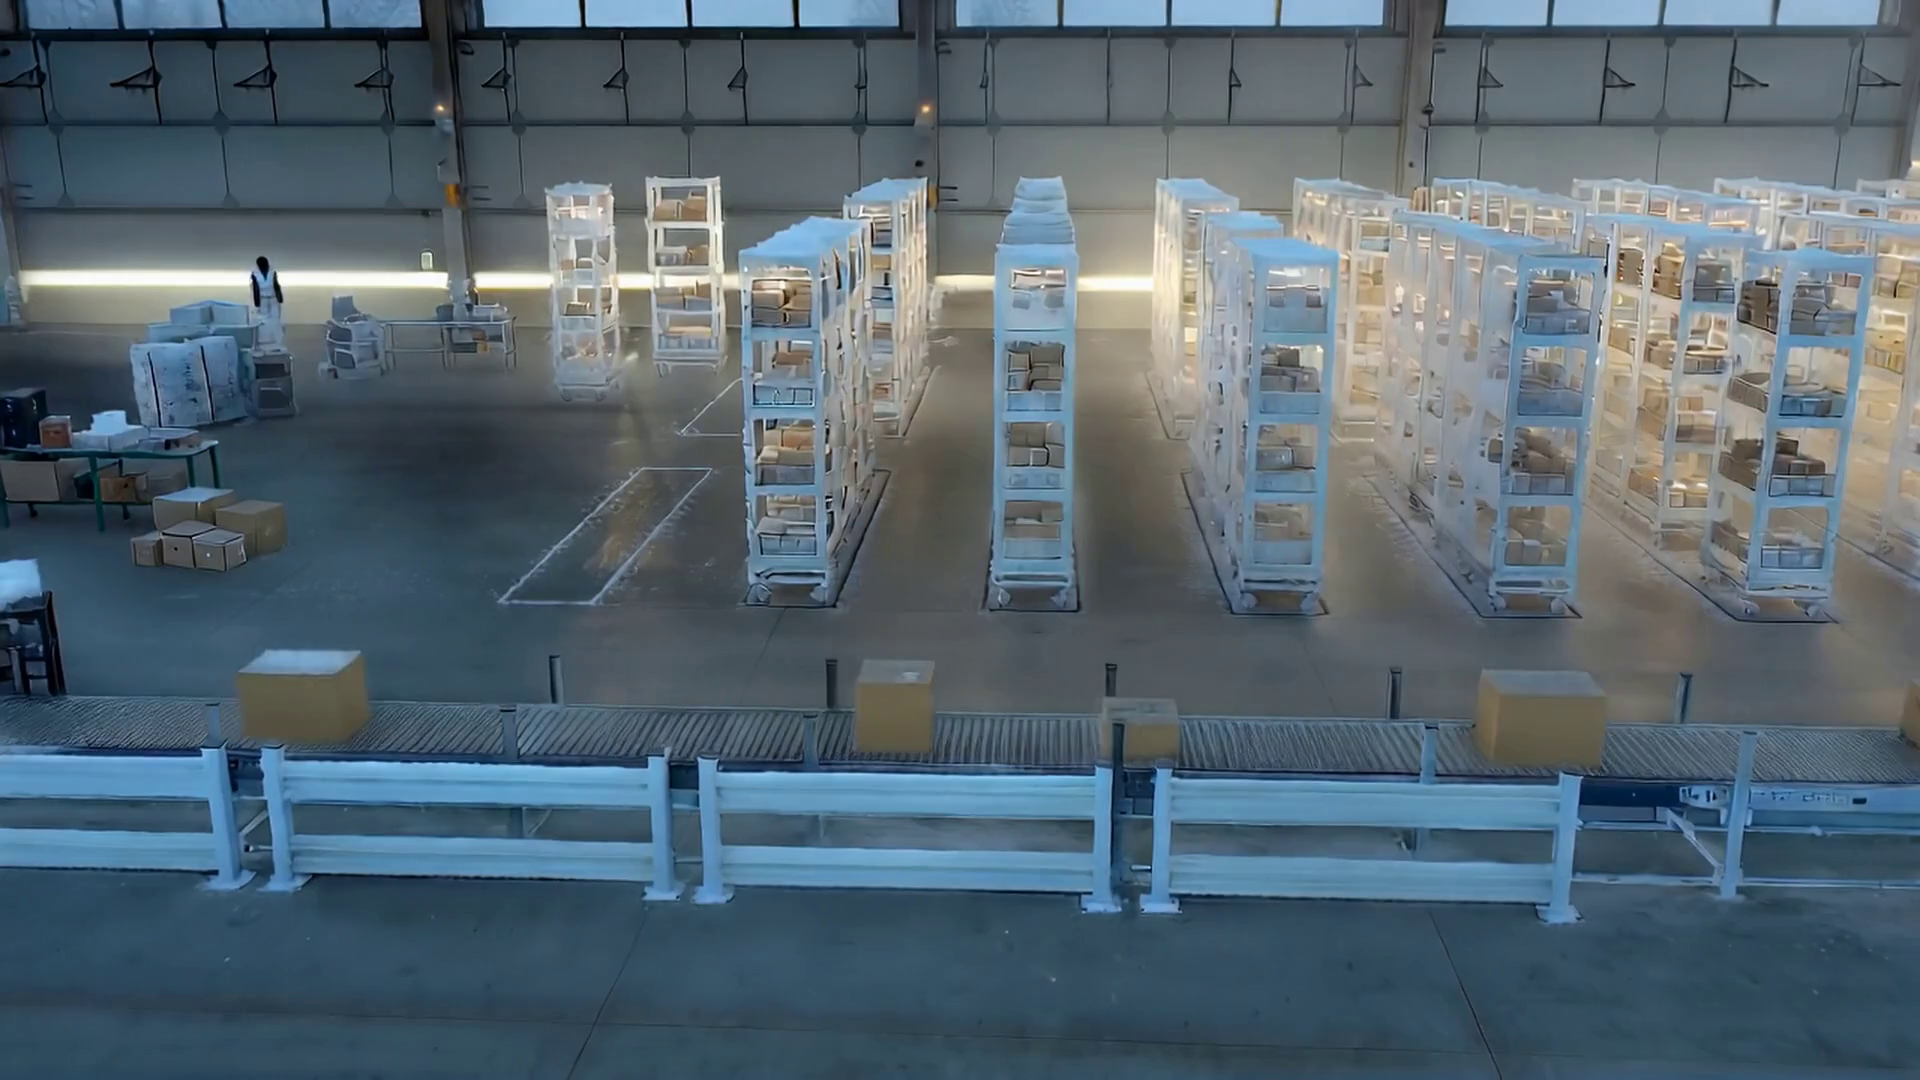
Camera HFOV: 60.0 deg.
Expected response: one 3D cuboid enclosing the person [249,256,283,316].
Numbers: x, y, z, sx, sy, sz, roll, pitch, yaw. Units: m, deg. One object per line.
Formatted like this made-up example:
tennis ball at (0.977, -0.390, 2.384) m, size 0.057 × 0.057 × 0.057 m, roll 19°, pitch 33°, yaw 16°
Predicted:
person at (-14.405, -4.981, 34.571) m, size 0.631 × 1.831 × 0.429 m, roll -6°, pitch 16°, yaw -21°
